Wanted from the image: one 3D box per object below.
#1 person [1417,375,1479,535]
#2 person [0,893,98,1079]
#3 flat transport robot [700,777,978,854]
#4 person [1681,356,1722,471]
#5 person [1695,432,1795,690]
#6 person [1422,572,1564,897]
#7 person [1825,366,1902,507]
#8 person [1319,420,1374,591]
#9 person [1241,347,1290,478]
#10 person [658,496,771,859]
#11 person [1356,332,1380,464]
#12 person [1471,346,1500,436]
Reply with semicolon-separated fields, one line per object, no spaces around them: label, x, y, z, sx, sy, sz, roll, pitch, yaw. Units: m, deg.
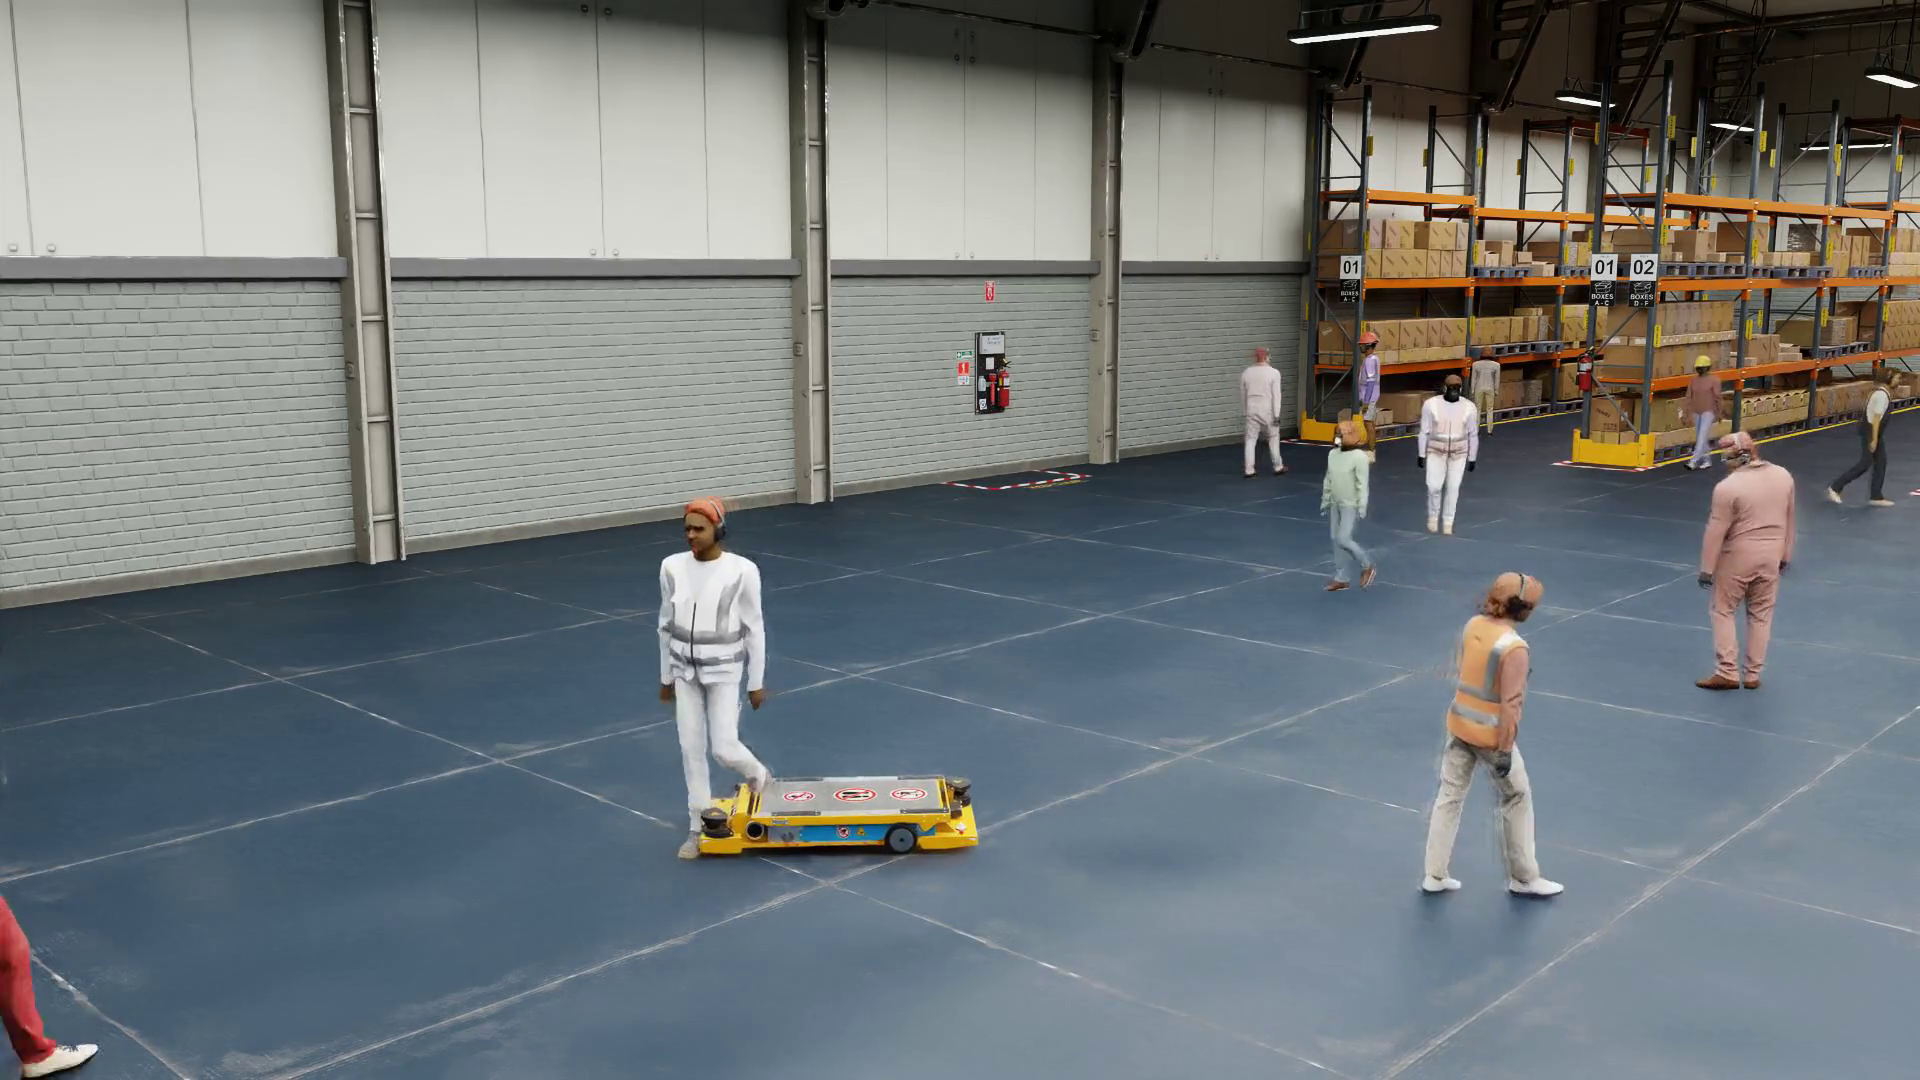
person;5.528;-0.956;18.828;0.660;1.824;0.466;2;9;10
person;-3.596;1.187;6.063;0.526;1.733;0.780;7;11;35
flat transport robot;-0.640;1.454;8.871;1.431;0.197;0.652;-1;9;-3
person;11.066;-1.889;24.864;0.920;1.704;0.536;-6;11;-34
person;5.643;0.160;11.926;0.692;1.878;0.437;-2;9;-10
person;2.597;0.938;7.939;0.739;1.608;0.492;-3;10;-16
person;11.499;-1.318;21.146;0.763;1.809;0.528;6;11;32
person;3.617;-0.315;15.565;0.394;1.618;0.505;-4;10;-24
person;4.440;-1.848;24.129;0.672;1.867;0.906;8;12;39
person;-1.278;0.689;8.687;0.582;1.866;0.618;4;10;22
person;6.289;-2.197;25.737;0.392;2.041;0.615;3;10;19
person;9.439;-2.672;29.908;0.493;1.624;0.280;2;9;11
